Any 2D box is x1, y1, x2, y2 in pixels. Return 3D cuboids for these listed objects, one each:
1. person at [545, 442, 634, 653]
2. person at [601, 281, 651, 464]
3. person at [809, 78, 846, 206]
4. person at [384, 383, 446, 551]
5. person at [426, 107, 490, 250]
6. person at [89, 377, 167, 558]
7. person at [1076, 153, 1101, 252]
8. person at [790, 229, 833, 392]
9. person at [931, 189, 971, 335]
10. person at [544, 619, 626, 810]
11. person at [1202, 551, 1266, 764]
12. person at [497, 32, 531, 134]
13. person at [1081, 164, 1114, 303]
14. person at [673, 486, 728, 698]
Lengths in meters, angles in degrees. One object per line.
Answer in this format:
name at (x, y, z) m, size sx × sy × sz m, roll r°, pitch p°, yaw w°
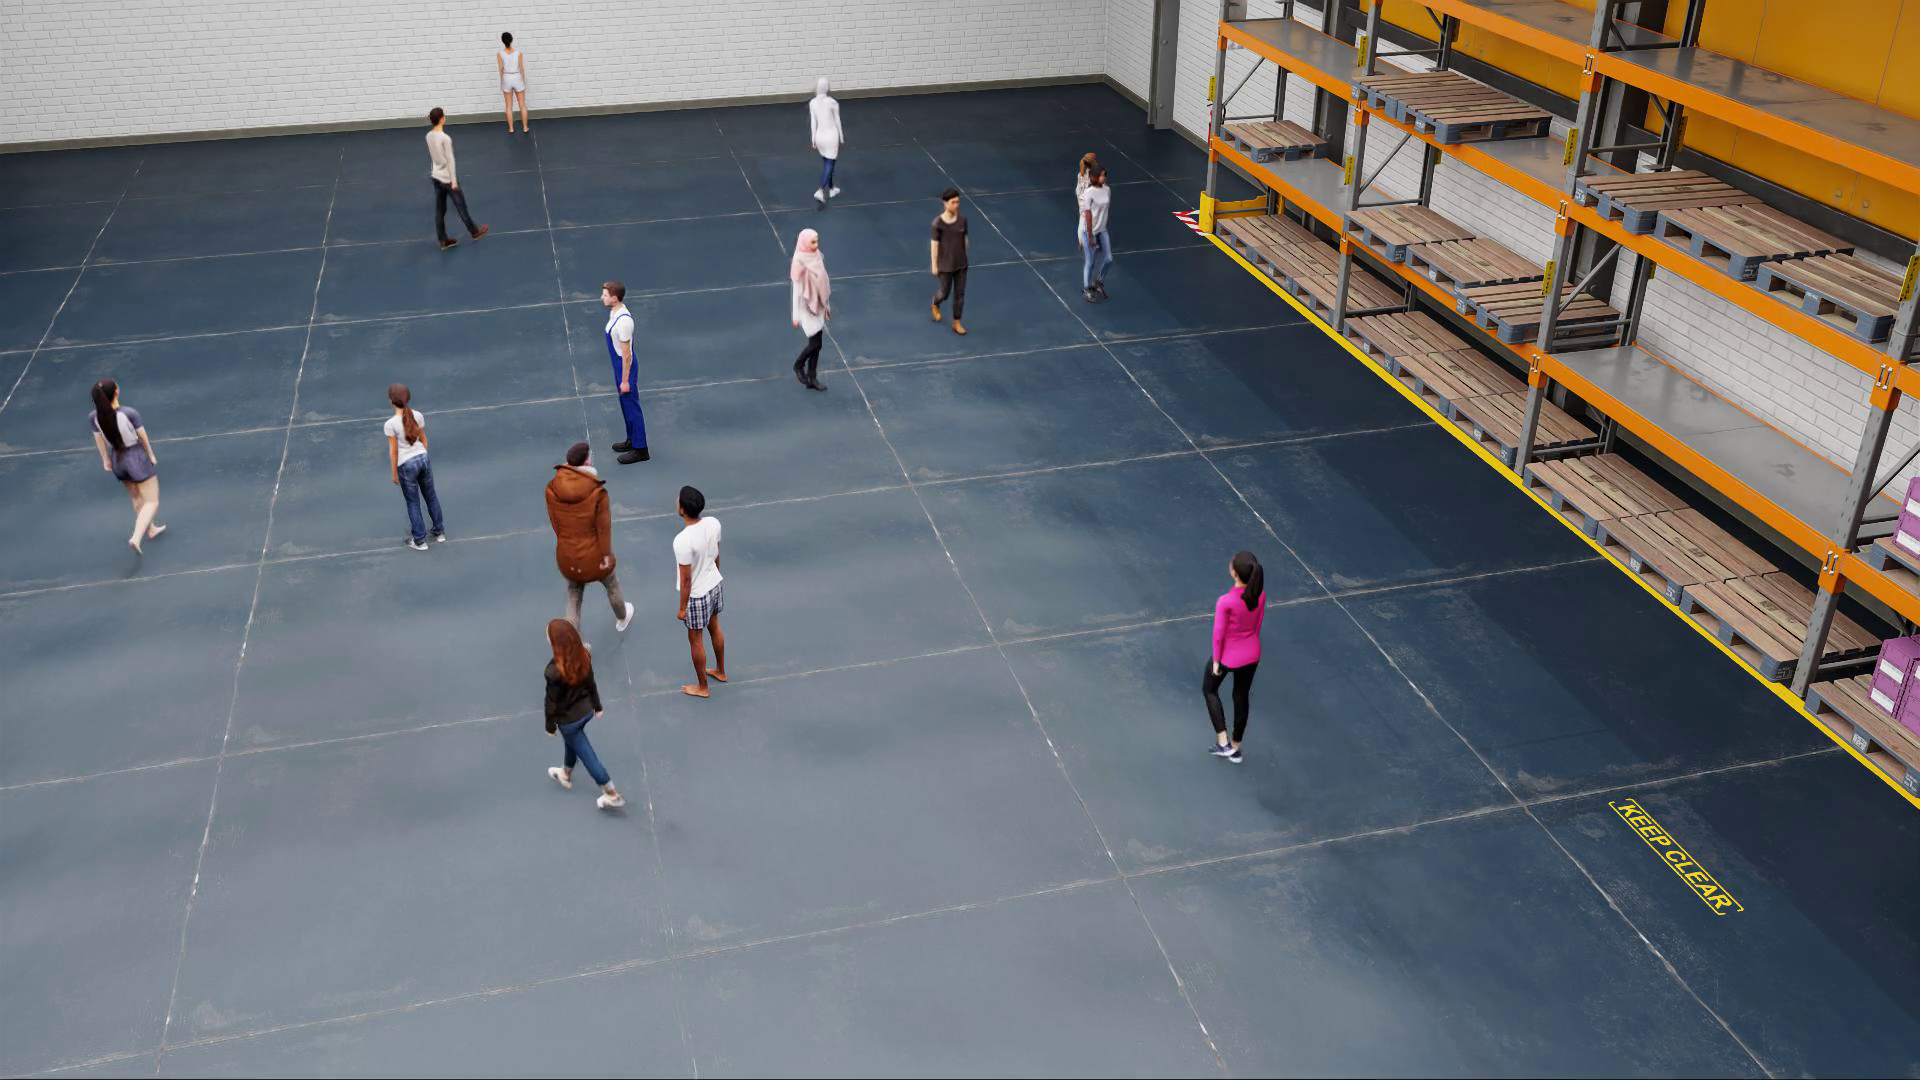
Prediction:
person at (-2.981, 0.159, 13.018) m, size 0.971 × 1.794 × 1.162 m, roll 4°, pitch 29°, yaw 7°
person at (-3.285, -1.665, 16.304) m, size 0.685 × 1.850 × 0.500 m, roll -9°, pitch 30°, yaw -15°
person at (-1.924, -5.667, 23.743) m, size 1.043 × 1.751 × 1.141 m, roll 13°, pitch 31°, yaw 22°
person at (-4.864, -0.669, 14.779) m, size 0.651 × 1.562 × 0.621 m, roll 24°, pitch 37°, yaw 37°
person at (-6.858, -4.739, 21.954) m, size 1.063 × 1.835 × 1.106 m, roll 18°, pitch 33°, yaw 29°
person at (-7.316, -0.623, 14.623) m, size 0.797 × 1.630 × 1.016 m, roll 2°, pitch 29°, yaw 3°
person at (1.702, -4.481, 22.028) m, size 0.607 × 1.311 × 0.674 m, roll 18°, pitch 33°, yaw 29°
person at (-1.673, -2.463, 17.824) m, size 0.876 × 1.795 × 0.820 m, roll 19°, pitch 34°, yaw 30°
person at (-0.126, -3.269, 19.401) m, size 0.723 × 1.700 × 0.930 m, roll -13°, pitch 31°, yaw -23°
person at (-2.594, 1.227, 11.424) m, size 1.016 × 1.445 × 0.979 m, roll 14°, pitch 32°, yaw 24°
person at (2.014, 0.879, 11.809) m, size 0.611 × 1.689 × 0.629 m, roll -11°, pitch 31°, yaw -20°
person at (-7.328, -7.502, 27.244) m, size 0.546 × 1.620 × 0.493 m, roll -6°, pitch 29°, yaw -12°
person at (1.590, -3.739, 20.253) m, size 0.673 × 1.709 × 0.716 m, roll -19°, pitch 34°, yaw -31°
person at (-1.979, 0.384, 12.667) m, size 0.753 × 1.734 × 0.692 m, roll 15°, pitch 32°, yaw 26°
